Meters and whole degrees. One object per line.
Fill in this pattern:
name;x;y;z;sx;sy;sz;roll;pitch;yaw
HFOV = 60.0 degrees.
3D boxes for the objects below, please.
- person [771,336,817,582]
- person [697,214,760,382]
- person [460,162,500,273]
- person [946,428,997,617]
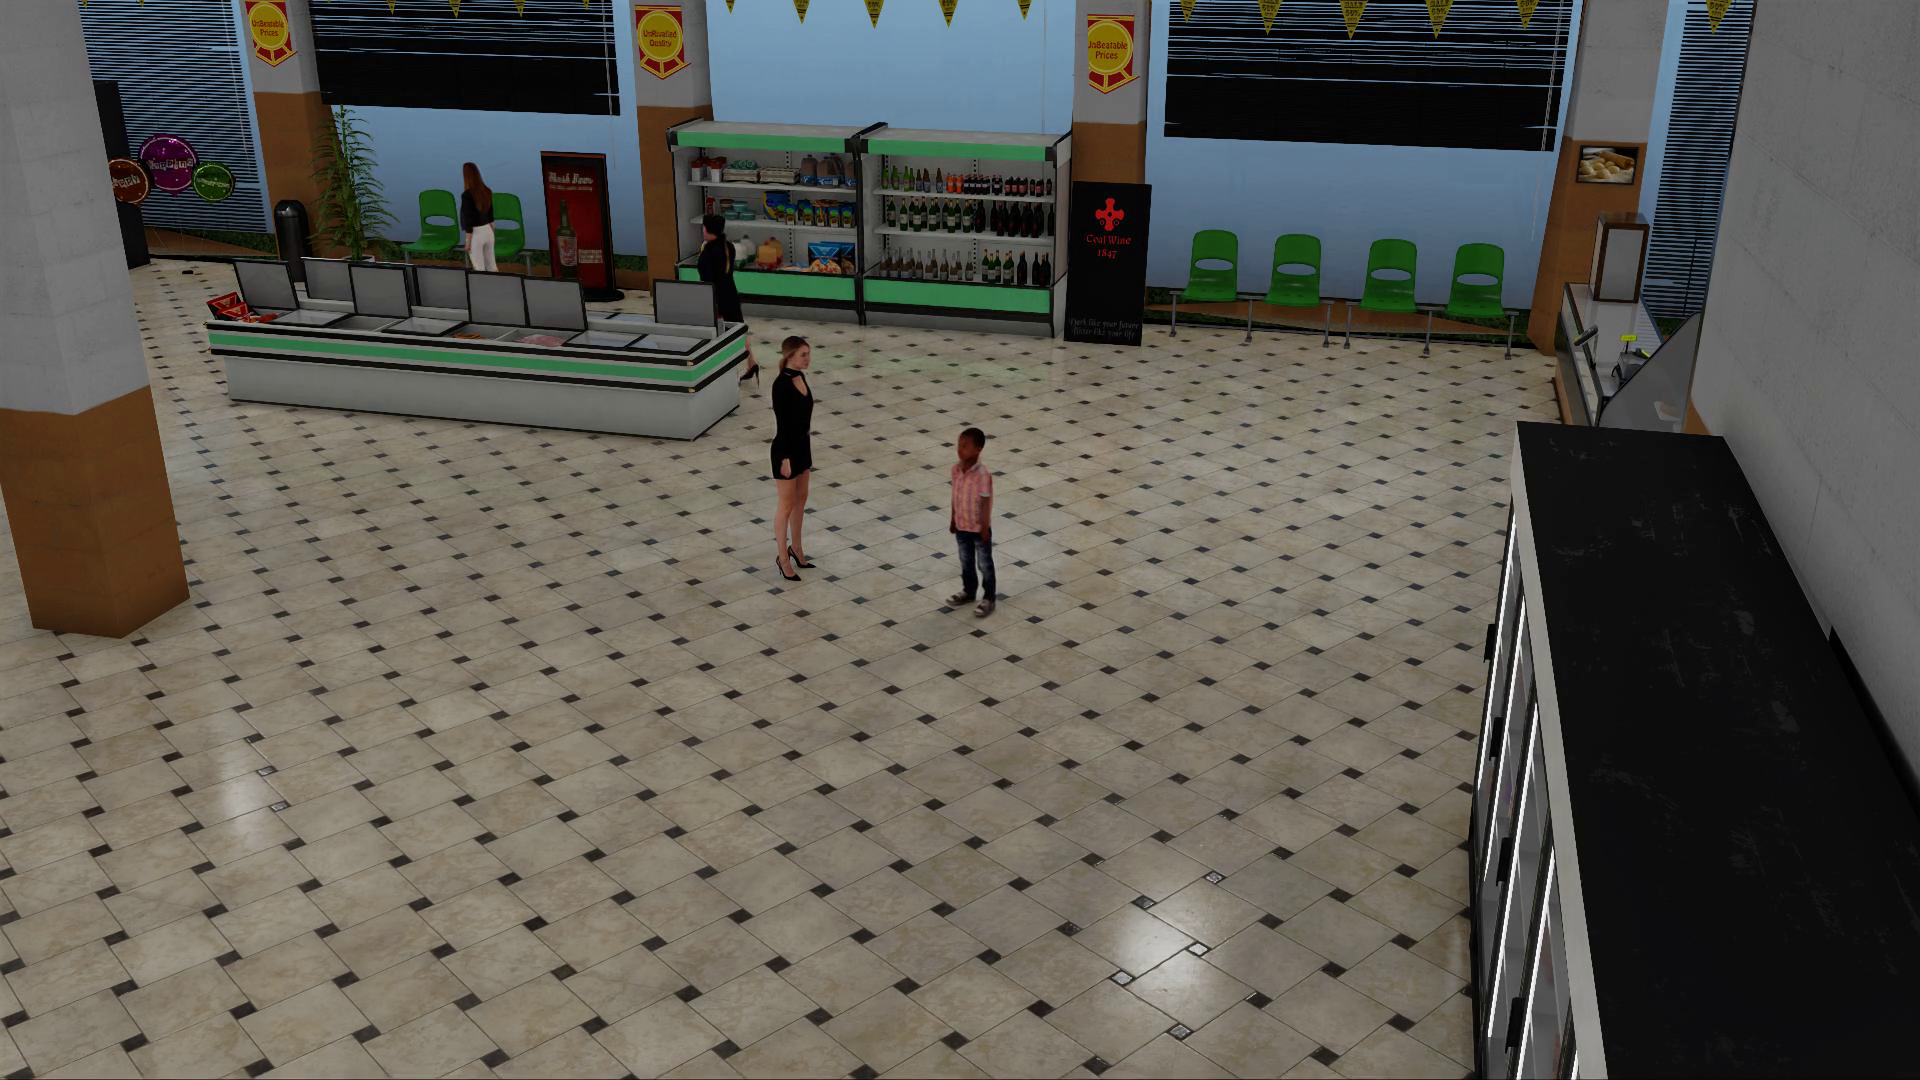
person;-1.169;-0.593;11.766;0.542;1.767;0.594;8;23;19
person;-2.268;-2.302;16.199;1.156;1.632;0.877;11;25;26
person;-5.468;-3.450;18.965;0.606;1.701;0.657;12;25;27
person;0.099;-0.136;11.250;0.635;1.304;0.537;-20;29;-41
